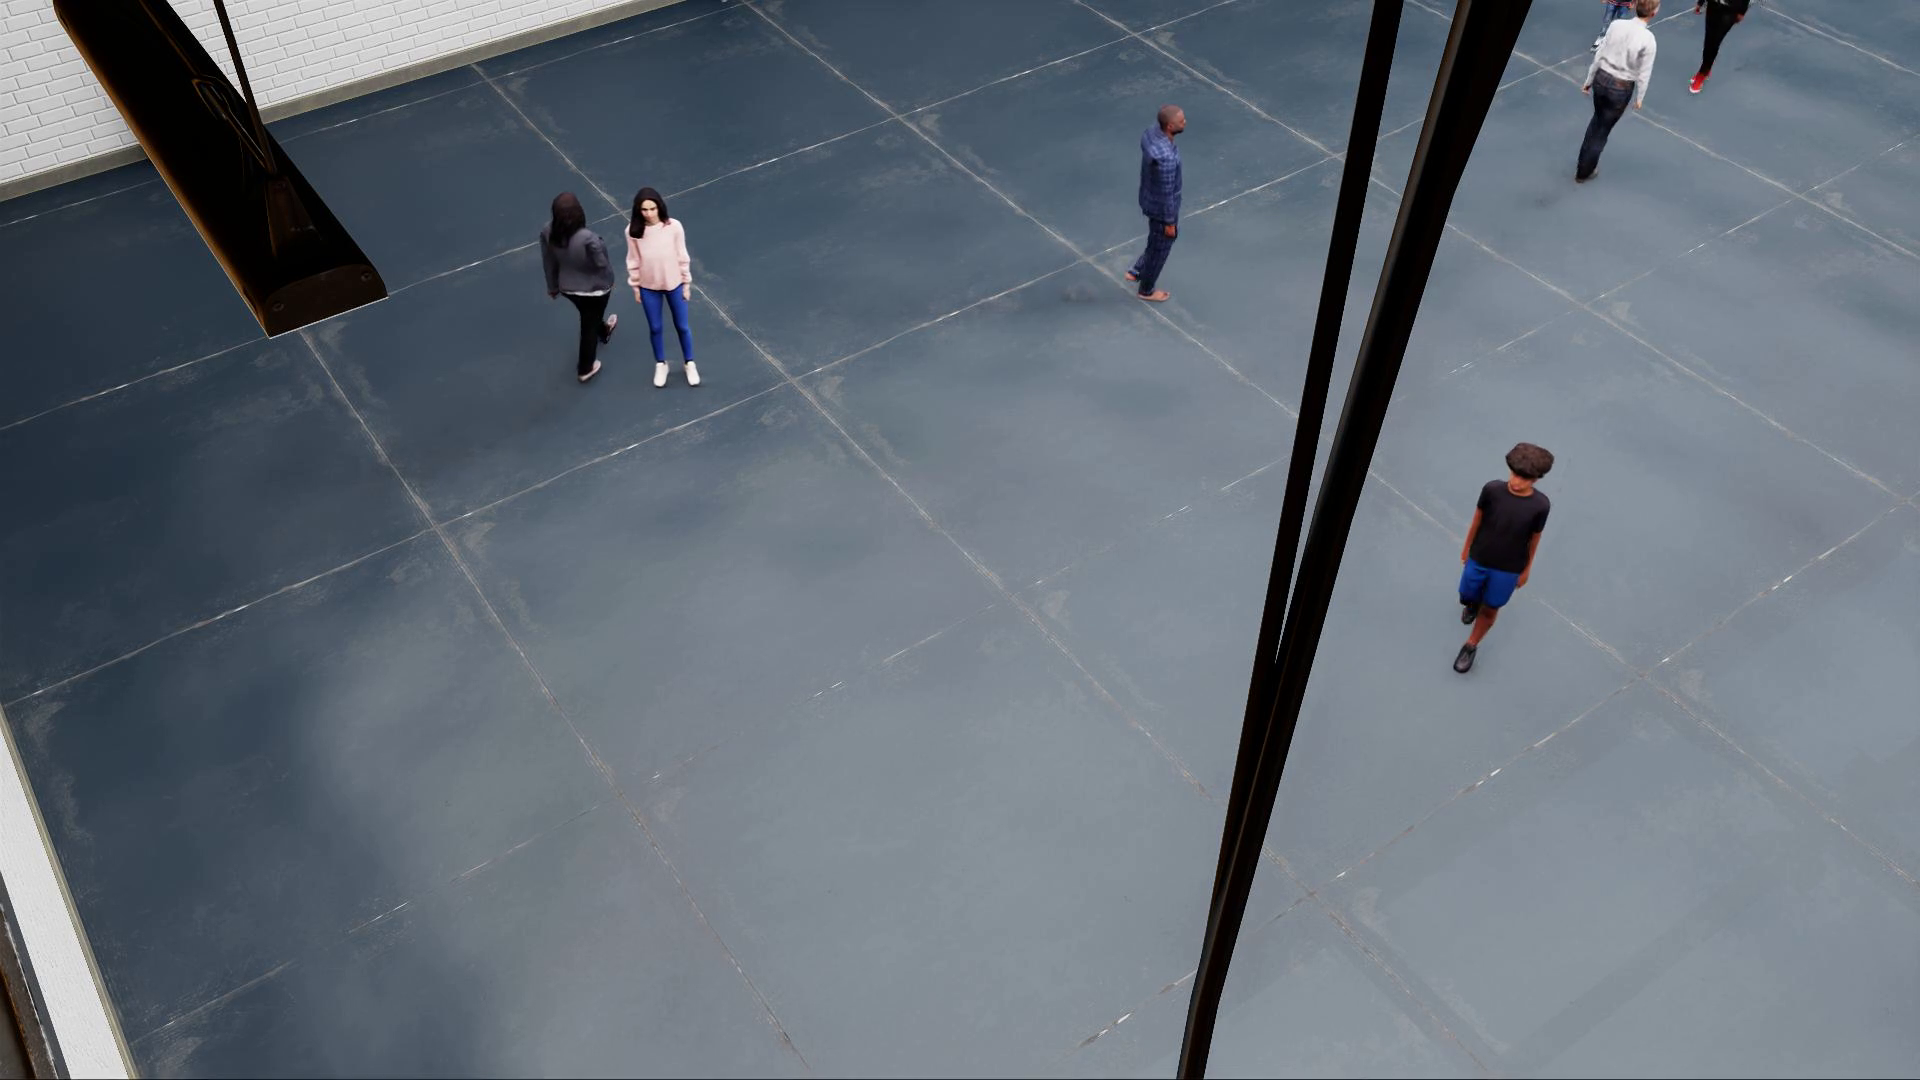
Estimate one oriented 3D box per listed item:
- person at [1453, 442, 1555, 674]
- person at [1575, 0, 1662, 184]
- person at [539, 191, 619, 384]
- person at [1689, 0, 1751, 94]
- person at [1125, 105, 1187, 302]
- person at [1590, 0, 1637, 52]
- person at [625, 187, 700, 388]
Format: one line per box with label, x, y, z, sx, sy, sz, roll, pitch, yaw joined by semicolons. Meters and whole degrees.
person;3.470;0.053;10.621;0.815;1.783;0.990;22;48;22
person;5.804;-4.030;14.894;0.657;1.801;0.691;-32;52;-29
person;-2.951;-1.916;12.850;0.942;1.560;1.094;19;47;19
person;7.521;-5.254;16.280;0.738;1.661;0.639;-30;51;-28
person;1.543;-2.715;13.507;0.834;1.810;0.811;-5;44;-5
person;6.735;-5.554;16.914;0.588;1.222;0.604;22;48;22
person;-2.274;-1.936;12.723;0.672;1.765;0.784;-2;44;-2
